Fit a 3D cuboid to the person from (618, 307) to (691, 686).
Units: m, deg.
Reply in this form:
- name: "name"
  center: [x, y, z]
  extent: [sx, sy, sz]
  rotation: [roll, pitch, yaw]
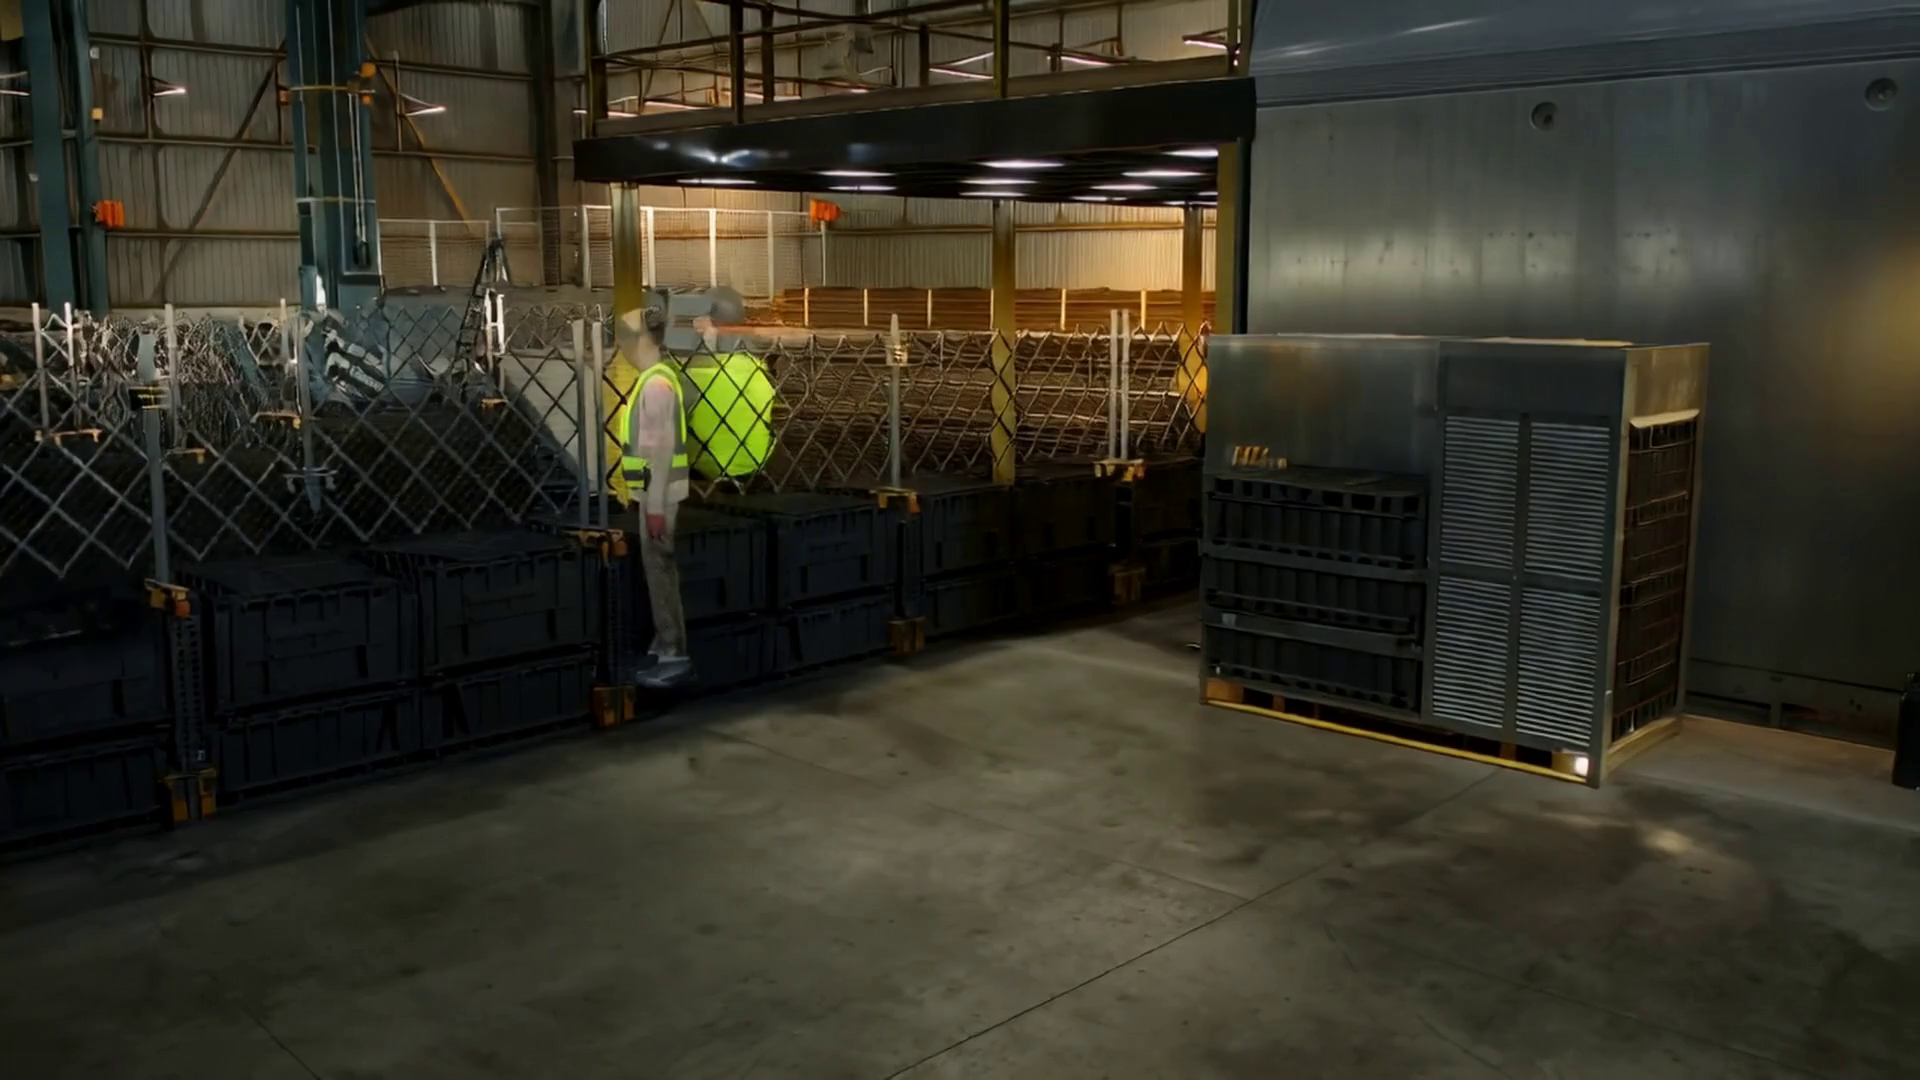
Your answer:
- name: "person"
  center: [-1.528, -0.219, 8.332]
  extent: [0.343, 1.882, 0.587]
  rotation: [-2, 10, -13]
